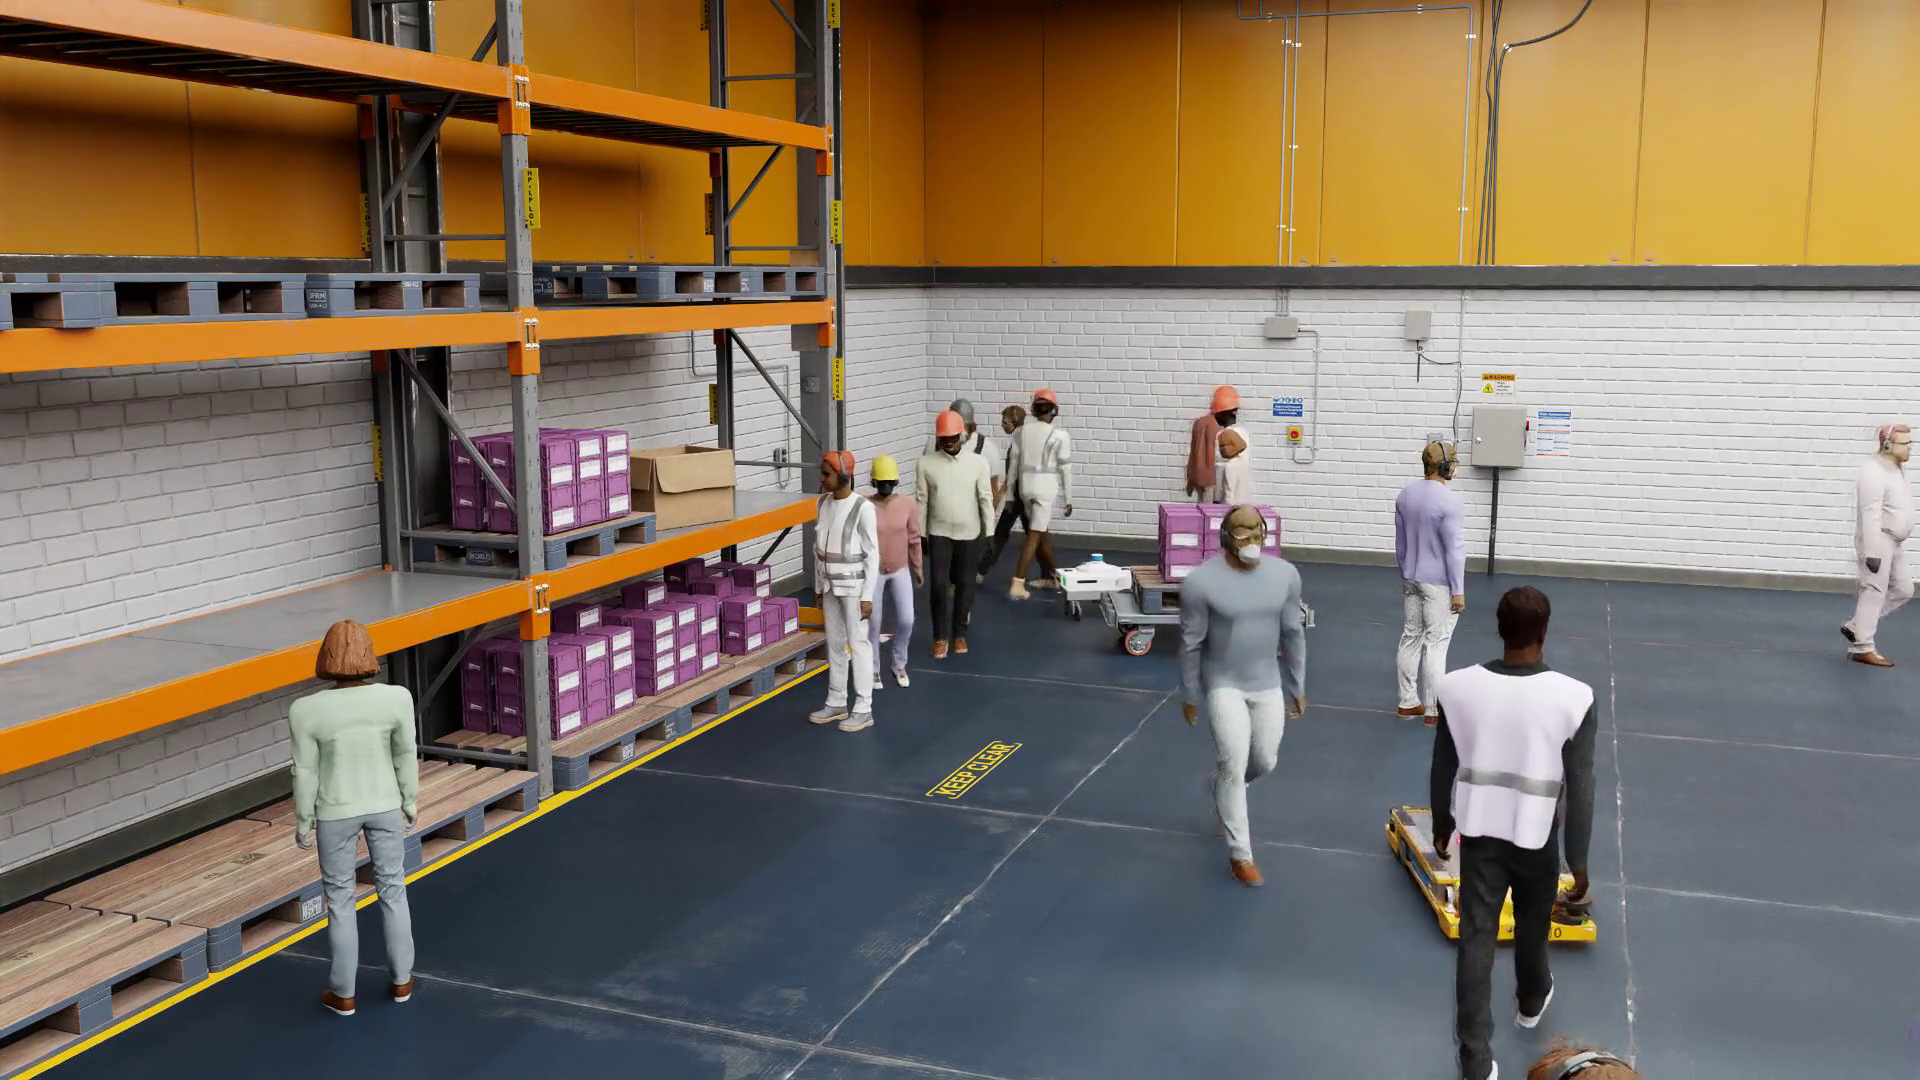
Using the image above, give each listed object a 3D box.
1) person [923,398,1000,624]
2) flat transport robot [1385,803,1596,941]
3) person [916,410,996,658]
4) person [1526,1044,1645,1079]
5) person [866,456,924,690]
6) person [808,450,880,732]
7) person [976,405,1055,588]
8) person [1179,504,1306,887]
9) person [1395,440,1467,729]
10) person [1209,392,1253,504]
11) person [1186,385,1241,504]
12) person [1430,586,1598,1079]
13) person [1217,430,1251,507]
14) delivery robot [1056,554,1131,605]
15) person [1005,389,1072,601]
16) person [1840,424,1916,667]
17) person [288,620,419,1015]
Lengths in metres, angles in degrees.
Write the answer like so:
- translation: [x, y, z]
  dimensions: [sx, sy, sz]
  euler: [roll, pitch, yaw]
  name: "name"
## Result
- translation: [0.020, -0.328, 14.777]
  dimensions: [0.705, 2.000, 0.892]
  euler: [2, 9, 11]
  name: "person"
- translation: [2.569, 1.604, 8.185]
  dimensions: [0.652, 0.197, 1.431]
  euler: [0, 9, 3]
  name: "flat transport robot"
- translation: [-0.034, -0.041, 13.179]
  dimensions: [0.630, 1.965, 0.693]
  euler: [-1, 9, -4]
  name: "person"
- translation: [1.031, 1.692, 2.854]
  dimensions: [0.629, 1.807, 0.931]
  euler: [-3, 10, -18]
  name: "person"
- translation: [-0.532, 0.243, 12.115]
  dimensions: [0.586, 1.741, 0.477]
  euler: [-3, 9, -17]
  name: "person"
- translation: [-0.777, 0.334, 11.115]
  dimensions: [0.349, 1.881, 0.577]
  euler: [-8, 12, -42]
  name: "person"
- translation: [0.485, -0.405, 16.068]
  dimensions: [0.993, 1.780, 0.503]
  euler: [-1, 9, -4]
  name: "person"
- translation: [1.402, 0.738, 8.506]
  dimensions: [0.666, 1.913, 0.807]
  euler: [-2, 9, -12]
  name: "person"
- translation: [3.169, 0.296, 11.179]
  dimensions: [0.371, 1.940, 0.627]
  euler: [-4, 10, -23]
  name: "person"
- translation: [2.634, -0.457, 16.034]
  dimensions: [0.578, 1.908, 0.570]
  euler: [8, 12, 40]
  name: "person"
- translation: [2.495, -0.591, 16.770]
  dimensions: [0.909, 1.938, 0.690]
  euler: [-6, 11, -31]
  name: "person"
- translation: [2.113, 1.095, 6.376]
  dimensions: [0.615, 1.864, 1.021]
  euler: [5, 10, 28]
  name: "person"
- translation: [2.486, -0.208, 15.347]
  dimensions: [0.554, 1.603, 0.534]
  euler: [5, 11, 31]
  name: "person"
- translation: [1.212, 0.367, 14.771]
  dimensions: [0.707, 0.478, 0.477]
  euler: [-1, 9, -8]
  name: "delivery robot"
- translation: [0.754, -0.429, 15.652]
  dimensions: [0.621, 1.963, 1.049]
  euler: [7, 12, 39]
  name: "person"
- translation: [7.180, 0.042, 12.915]
  dimensions: [0.667, 1.892, 0.420]
  euler: [-8, 12, -43]
  name: "person"
- translation: [-2.483, 1.136, 6.859]
  dimensions: [0.505, 1.633, 0.279]
  euler: [-6, 11, -32]
  name: "person"
